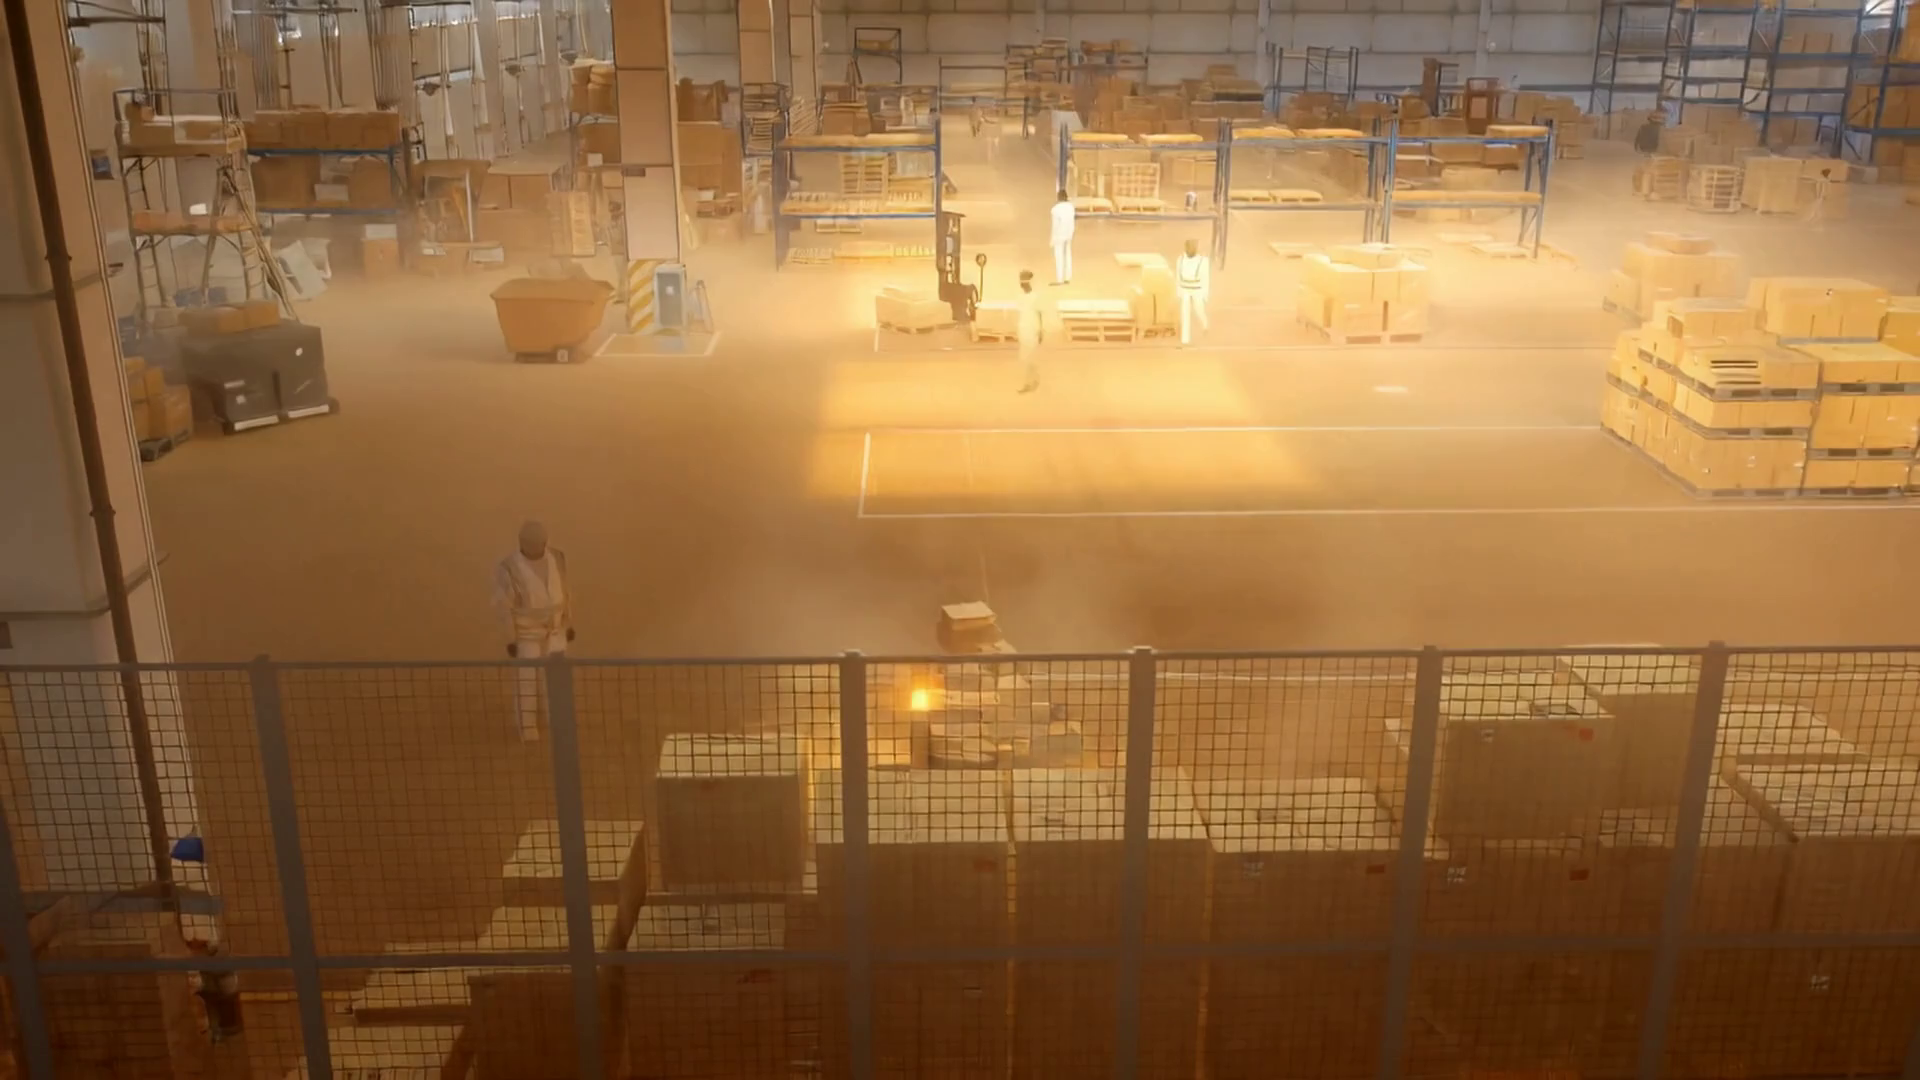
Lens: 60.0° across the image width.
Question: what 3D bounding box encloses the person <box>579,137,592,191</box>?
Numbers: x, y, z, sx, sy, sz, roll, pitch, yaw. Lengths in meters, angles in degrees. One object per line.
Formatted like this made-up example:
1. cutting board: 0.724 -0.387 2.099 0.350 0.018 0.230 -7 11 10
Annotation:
1. person: -9.962 -9.704 44.128 0.371 1.925 0.595 -4 19 -12

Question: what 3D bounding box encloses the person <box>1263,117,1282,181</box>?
1. person: 9.544 -11.905 50.679 0.636 1.916 0.768 -8 20 -22

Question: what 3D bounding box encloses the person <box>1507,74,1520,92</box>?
1. person: 24.501 -19.647 73.688 0.564 1.883 0.985 8 20 21

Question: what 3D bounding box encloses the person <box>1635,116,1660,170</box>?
1. person: 21.015 -11.990 50.897 0.652 1.954 0.517 8 20 23

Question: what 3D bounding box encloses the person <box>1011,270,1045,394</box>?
1. person: 0.977 -3.063 24.541 0.549 1.851 0.404 16 25 40

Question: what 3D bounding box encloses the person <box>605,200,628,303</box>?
1. person: -6.489 -5.478 31.591 0.381 1.924 0.593 -13 22 -33

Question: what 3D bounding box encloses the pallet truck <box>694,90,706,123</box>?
1. pallet truck: -9.671 -15.907 62.421 0.823 1.965 1.885 5 19 15

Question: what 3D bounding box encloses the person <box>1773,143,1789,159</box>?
1. person: 22.289 -9.994 45.384 0.538 1.674 0.727 -4 19 -12

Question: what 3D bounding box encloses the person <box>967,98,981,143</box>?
1. person: 0.515 -15.735 62.382 0.555 1.682 0.374 2 19 5

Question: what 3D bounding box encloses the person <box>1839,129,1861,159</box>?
1. person: 29.283 -13.134 54.508 0.944 1.801 0.639 1 19 3

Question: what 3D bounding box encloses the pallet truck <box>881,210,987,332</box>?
1. pallet truck: -0.493 -4.759 29.349 1.885 1.965 0.823 -13 23 -34

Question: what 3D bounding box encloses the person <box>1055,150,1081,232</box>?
1. person: 2.550 -8.452 40.239 0.683 2.000 0.538 -17 25 -42

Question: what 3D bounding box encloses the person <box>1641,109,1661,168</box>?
1. person: 22.506 -13.045 54.068 0.393 1.912 0.589 -4 19 -10

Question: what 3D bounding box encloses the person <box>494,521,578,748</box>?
1. person: -3.360 0.731 13.306 0.429 1.844 0.627 17 25 42

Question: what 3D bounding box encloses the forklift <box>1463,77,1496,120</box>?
1. forklift: 17.208 -13.983 55.353 1.129 2.768 1.873 -1 19 -2

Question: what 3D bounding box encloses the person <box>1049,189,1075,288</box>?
1. person: 2.020 -6.016 33.169 0.627 1.941 0.371 -18 25 -42

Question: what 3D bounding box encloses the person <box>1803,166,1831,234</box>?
1. person: 20.770 -8.238 40.256 0.443 1.626 0.516 17 25 41

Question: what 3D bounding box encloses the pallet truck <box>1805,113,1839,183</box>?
1. pallet truck: 26.403 -11.957 50.702 0.823 1.965 1.885 6 19 16

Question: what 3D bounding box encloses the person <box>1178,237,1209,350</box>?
1. person: 3.904 -4.128 27.687 0.599 1.863 0.714 13 22 33

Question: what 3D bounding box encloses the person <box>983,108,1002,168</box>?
1. person: 1.085 -13.104 54.238 0.647 1.912 0.770 -5 19 -15

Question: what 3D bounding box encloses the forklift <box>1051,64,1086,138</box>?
1. forklift: 4.475 -16.592 63.094 1.873 2.768 1.129 -3 19 -8

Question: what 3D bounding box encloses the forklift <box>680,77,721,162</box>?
1. forklift: -8.944 -13.866 55.007 1.873 2.768 1.129 -1 19 -1

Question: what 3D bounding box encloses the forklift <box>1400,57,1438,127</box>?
1. forklift: 19.347 -18.501 68.755 1.873 2.768 1.129 -1 19 -1
